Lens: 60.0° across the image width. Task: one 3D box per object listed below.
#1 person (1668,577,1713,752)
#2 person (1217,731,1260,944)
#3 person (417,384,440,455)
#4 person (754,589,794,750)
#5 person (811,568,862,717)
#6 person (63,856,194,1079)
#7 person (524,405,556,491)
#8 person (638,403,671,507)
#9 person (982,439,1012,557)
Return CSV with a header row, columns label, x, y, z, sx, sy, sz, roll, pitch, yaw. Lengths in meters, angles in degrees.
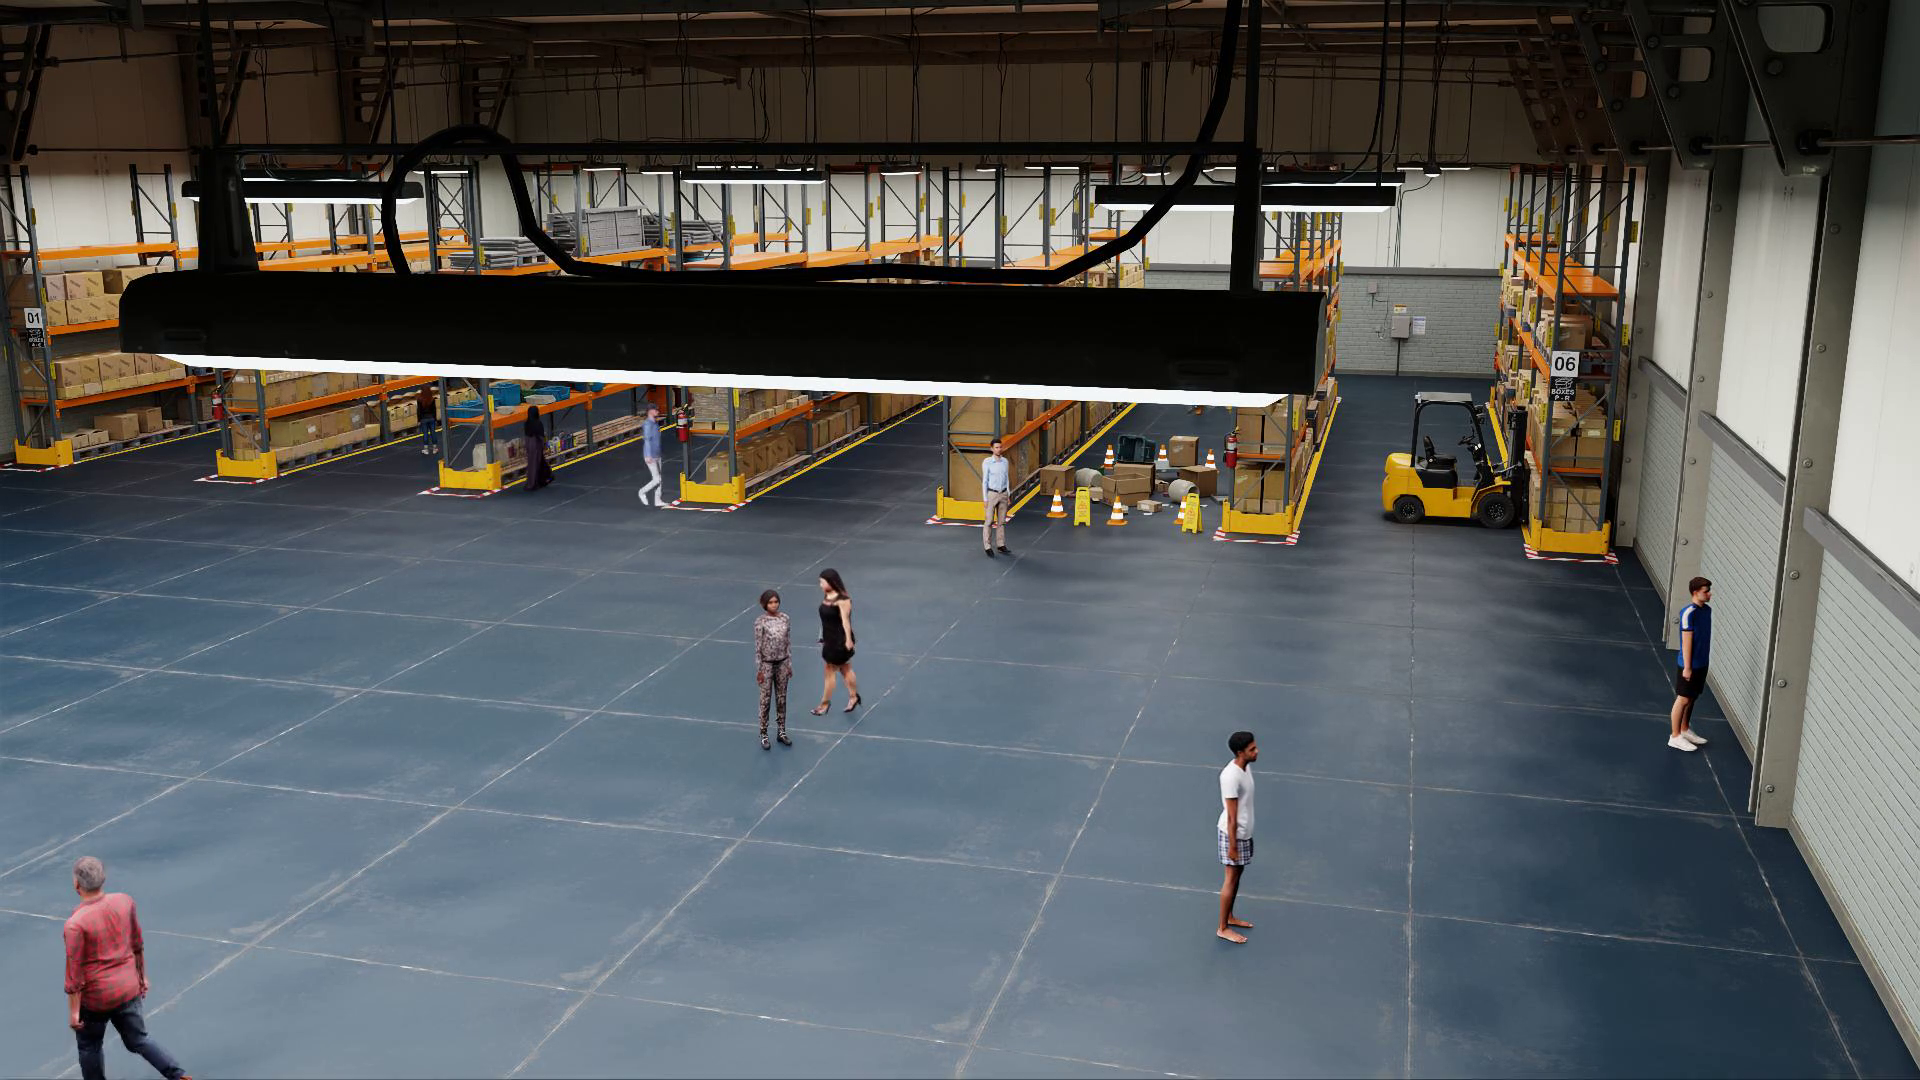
label,x,y,z,sx,sy,sz,roll,pitch,yaw
person,7.808,1.291,17.731,0.794,1.866,0.680,12,18,43
person,2.231,2.355,13.430,0.720,1.732,0.478,5,14,19
person,-11.285,-2.572,35.255,0.634,1.485,0.694,-7,15,-29
person,-1.996,1.363,17.755,0.679,1.714,0.738,-7,15,-29
person,-1.280,1.149,18.736,0.979,1.688,0.938,-5,14,-21
person,-5.418,2.947,10.742,0.931,1.792,1.121,6,14,23
person,-8.086,-1.732,31.356,0.883,1.608,1.103,11,17,38
person,-5.564,-1.514,29.813,0.742,1.878,0.730,3,13,12
person,0.577,-0.693,26.339,0.755,1.847,0.812,-7,15,-28
